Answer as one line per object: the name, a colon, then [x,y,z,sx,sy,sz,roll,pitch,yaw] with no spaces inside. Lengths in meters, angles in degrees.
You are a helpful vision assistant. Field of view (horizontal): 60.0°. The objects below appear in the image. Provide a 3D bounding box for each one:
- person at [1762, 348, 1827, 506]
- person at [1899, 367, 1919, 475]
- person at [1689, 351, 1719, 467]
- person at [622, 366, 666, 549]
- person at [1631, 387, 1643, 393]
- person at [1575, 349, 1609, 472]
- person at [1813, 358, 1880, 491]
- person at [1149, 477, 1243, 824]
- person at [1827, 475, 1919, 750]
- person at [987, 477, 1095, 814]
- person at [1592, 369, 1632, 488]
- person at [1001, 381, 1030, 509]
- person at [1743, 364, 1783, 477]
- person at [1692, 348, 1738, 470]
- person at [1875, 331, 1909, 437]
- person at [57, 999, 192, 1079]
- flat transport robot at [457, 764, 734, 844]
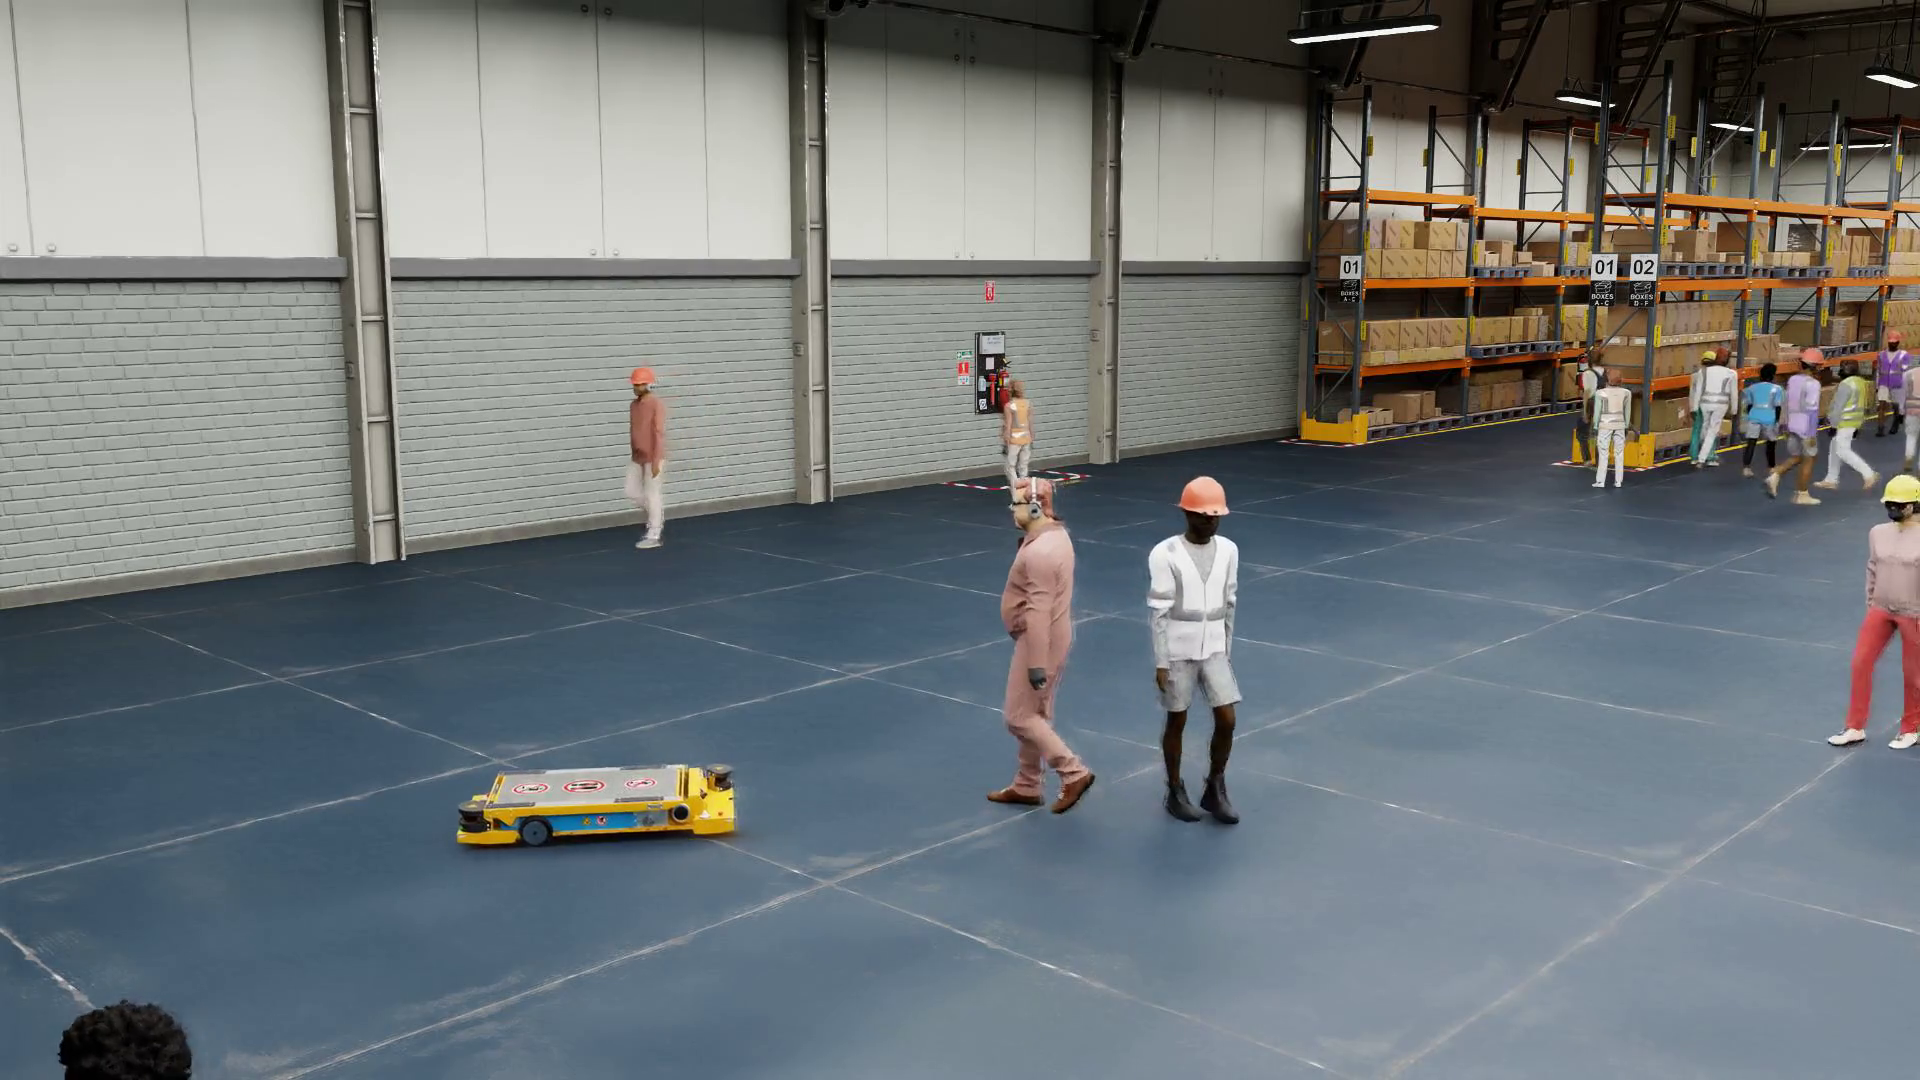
person: [10.652,-1.430,21.121,0.635,2.022,0.622,-1,9,-5]
person: [14.090,-1.853,24.297,0.648,1.824,0.452,8,12,39]
person: [11.396,-1.999,25.399,0.338,1.765,0.526,-8,13,-42]
person: [-3.395,-0.887,17.941,0.614,1.978,0.428,8,12,40]
person: [13.517,-3.248,33.015,0.333,1.761,0.541,-9,13,-44]
person: [9.394,-1.909,24.654,0.504,1.828,0.493,-2,10,-15]
person: [12.076,-1.558,22.546,0.796,1.816,0.631,8,13,42]
person: [1.287,0.613,8.985,0.557,1.916,0.599,-3,10,-17]
person: [5.810,0.474,10.373,0.703,1.744,0.537,-5,11,-29]
person: [0.432,0.586,9.229,0.554,1.893,0.673,2,9,11]
person: [8.943,-1.519,22.840,0.518,1.638,0.307,0,9,-2]
person: [0.729,-1.199,20.986,0.319,1.618,0.607,8,12,41]
person: [11.644,-1.729,24.083,0.861,1.647,0.544,-8,12,-40]
person: [11.368,-1.975,25.040,0.586,1.833,1.017,9,13,43]
person: [16.824,-2.826,30.025,0.554,1.904,0.956,8,13,42]
person: [-1.416,1.688,3.238,0.611,1.661,0.550,-4,10,-21]
flat transport robot: [-1.955,1.425,9.048,1.431,0.197,0.652,-1,9,-8]
